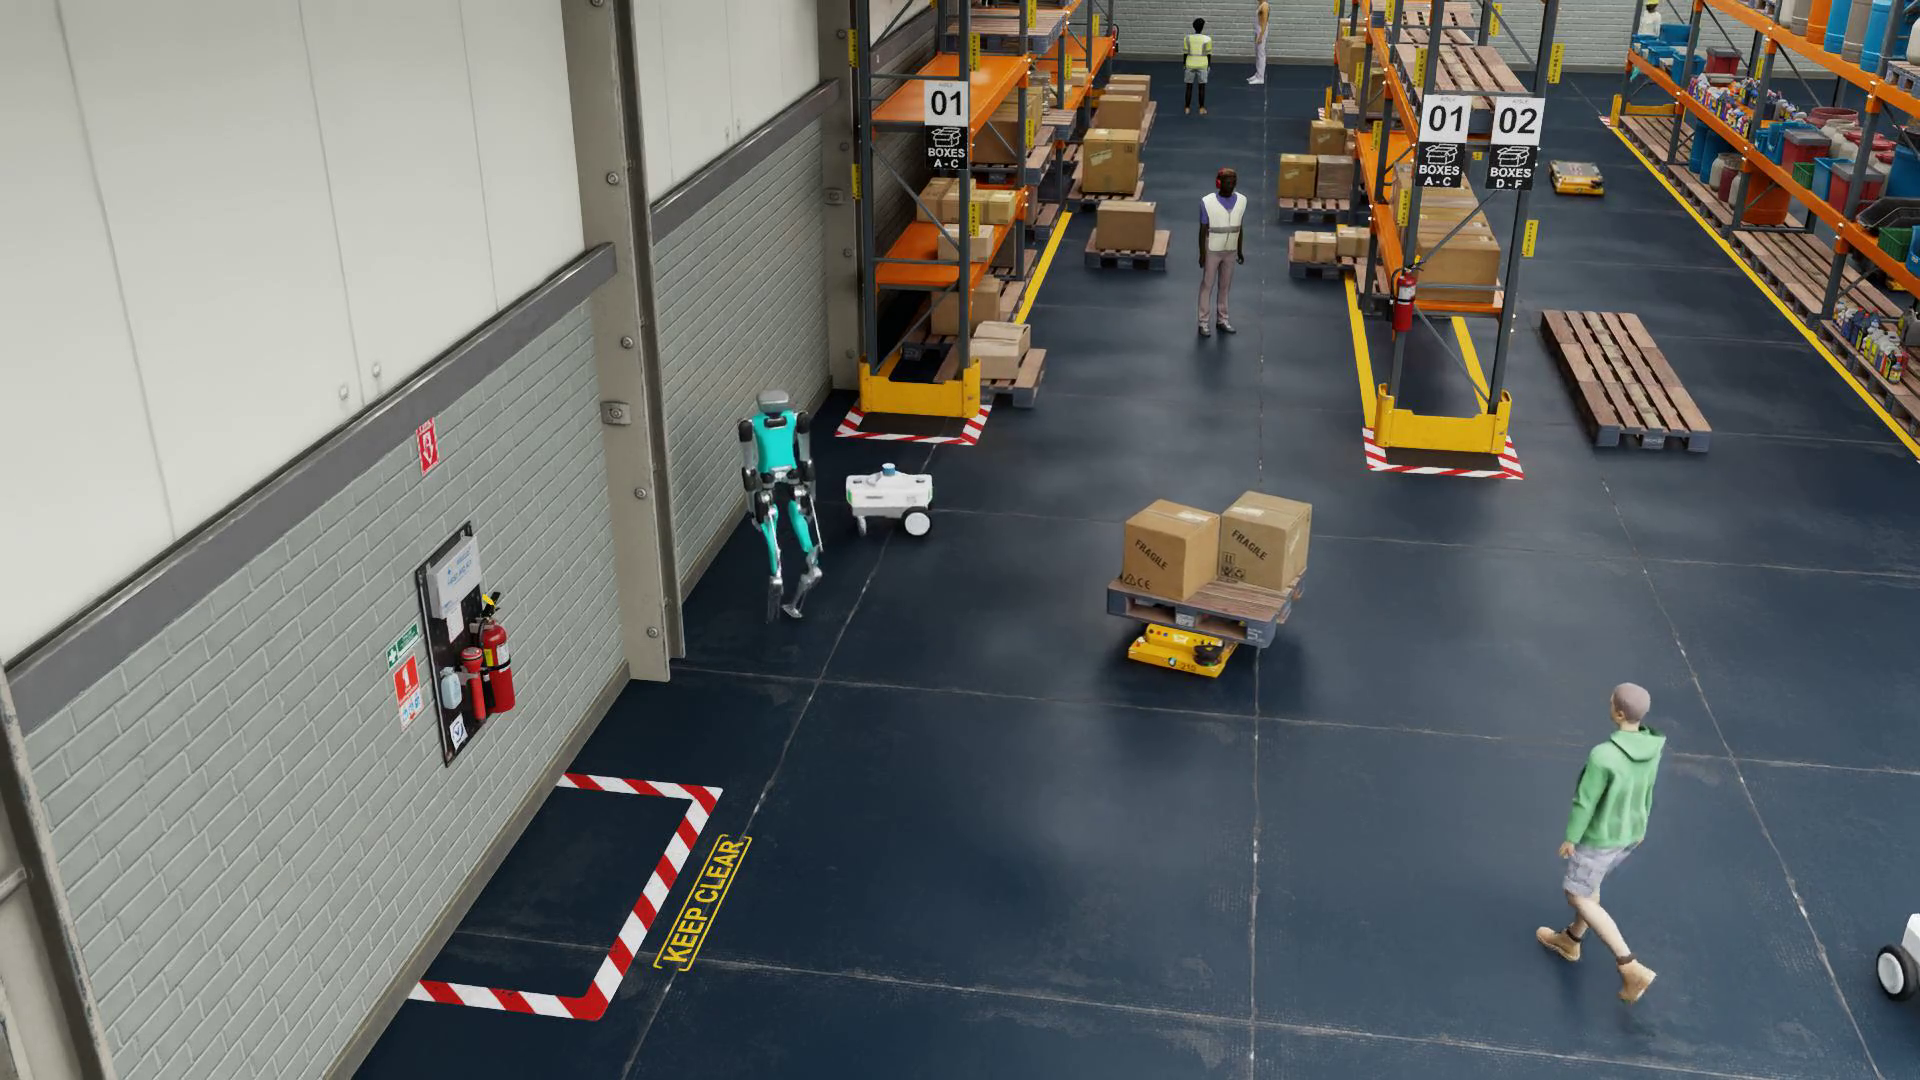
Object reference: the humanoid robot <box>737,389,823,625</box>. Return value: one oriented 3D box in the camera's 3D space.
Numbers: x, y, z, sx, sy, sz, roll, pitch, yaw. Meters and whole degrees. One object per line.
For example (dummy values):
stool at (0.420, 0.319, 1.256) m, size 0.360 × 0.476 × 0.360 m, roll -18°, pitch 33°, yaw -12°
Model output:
humanoid robot at (-1.251, -0.121, 12.017) m, size 0.536 × 1.894 × 0.674 m, roll -8°, pitch 26°, yaw -17°

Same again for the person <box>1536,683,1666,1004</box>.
person at (3.298, 1.523, 8.374) m, size 0.482 × 1.720 × 0.703 m, roll -14°, pitch 29°, yaw -28°

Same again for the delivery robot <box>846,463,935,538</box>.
delivery robot at (-0.557, -0.340, 13.745) m, size 0.764 × 0.593 × 0.505 m, roll 0°, pitch 25°, yaw -1°

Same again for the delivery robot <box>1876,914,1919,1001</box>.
delivery robot at (5.023, 2.199, 8.335) m, size 0.525 × 0.612 × 0.784 m, roll -2°, pitch 25°, yaw -5°

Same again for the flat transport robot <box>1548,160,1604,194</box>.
flat transport robot at (9.272, -5.466, 25.056) m, size 0.659 × 0.231 × 1.431 m, roll 6°, pitch 26°, yaw 12°

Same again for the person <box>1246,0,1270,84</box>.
person at (5.877, -9.960, 32.798) m, size 0.388 × 1.859 × 0.511 m, roll 1°, pitch 25°, yaw 2°

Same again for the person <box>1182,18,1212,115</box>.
person at (4.247, -8.484, 29.832) m, size 0.531 × 1.693 × 0.319 m, roll 8°, pitch 26°, yaw 16°

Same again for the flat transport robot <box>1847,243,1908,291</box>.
flat transport robot at (11.627, -3.327, 20.479) m, size 0.659 × 0.231 × 1.431 m, roll 4°, pitch 25°, yaw 9°

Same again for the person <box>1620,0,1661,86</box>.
person at (13.370, -9.751, 32.512) m, size 0.912 × 1.719 × 0.529 m, roll -6°, pitch 26°, yaw -12°

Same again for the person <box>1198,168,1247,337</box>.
person at (2.862, -3.173, 18.286) m, size 0.562 × 1.846 × 0.391 m, roll -11°, pitch 27°, yaw -21°

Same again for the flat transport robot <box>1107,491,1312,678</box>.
flat transport robot at (1.787, 0.555, 12.169) m, size 0.659 × 0.231 × 1.431 m, roll 12°, pitch 27°, yaw 23°
